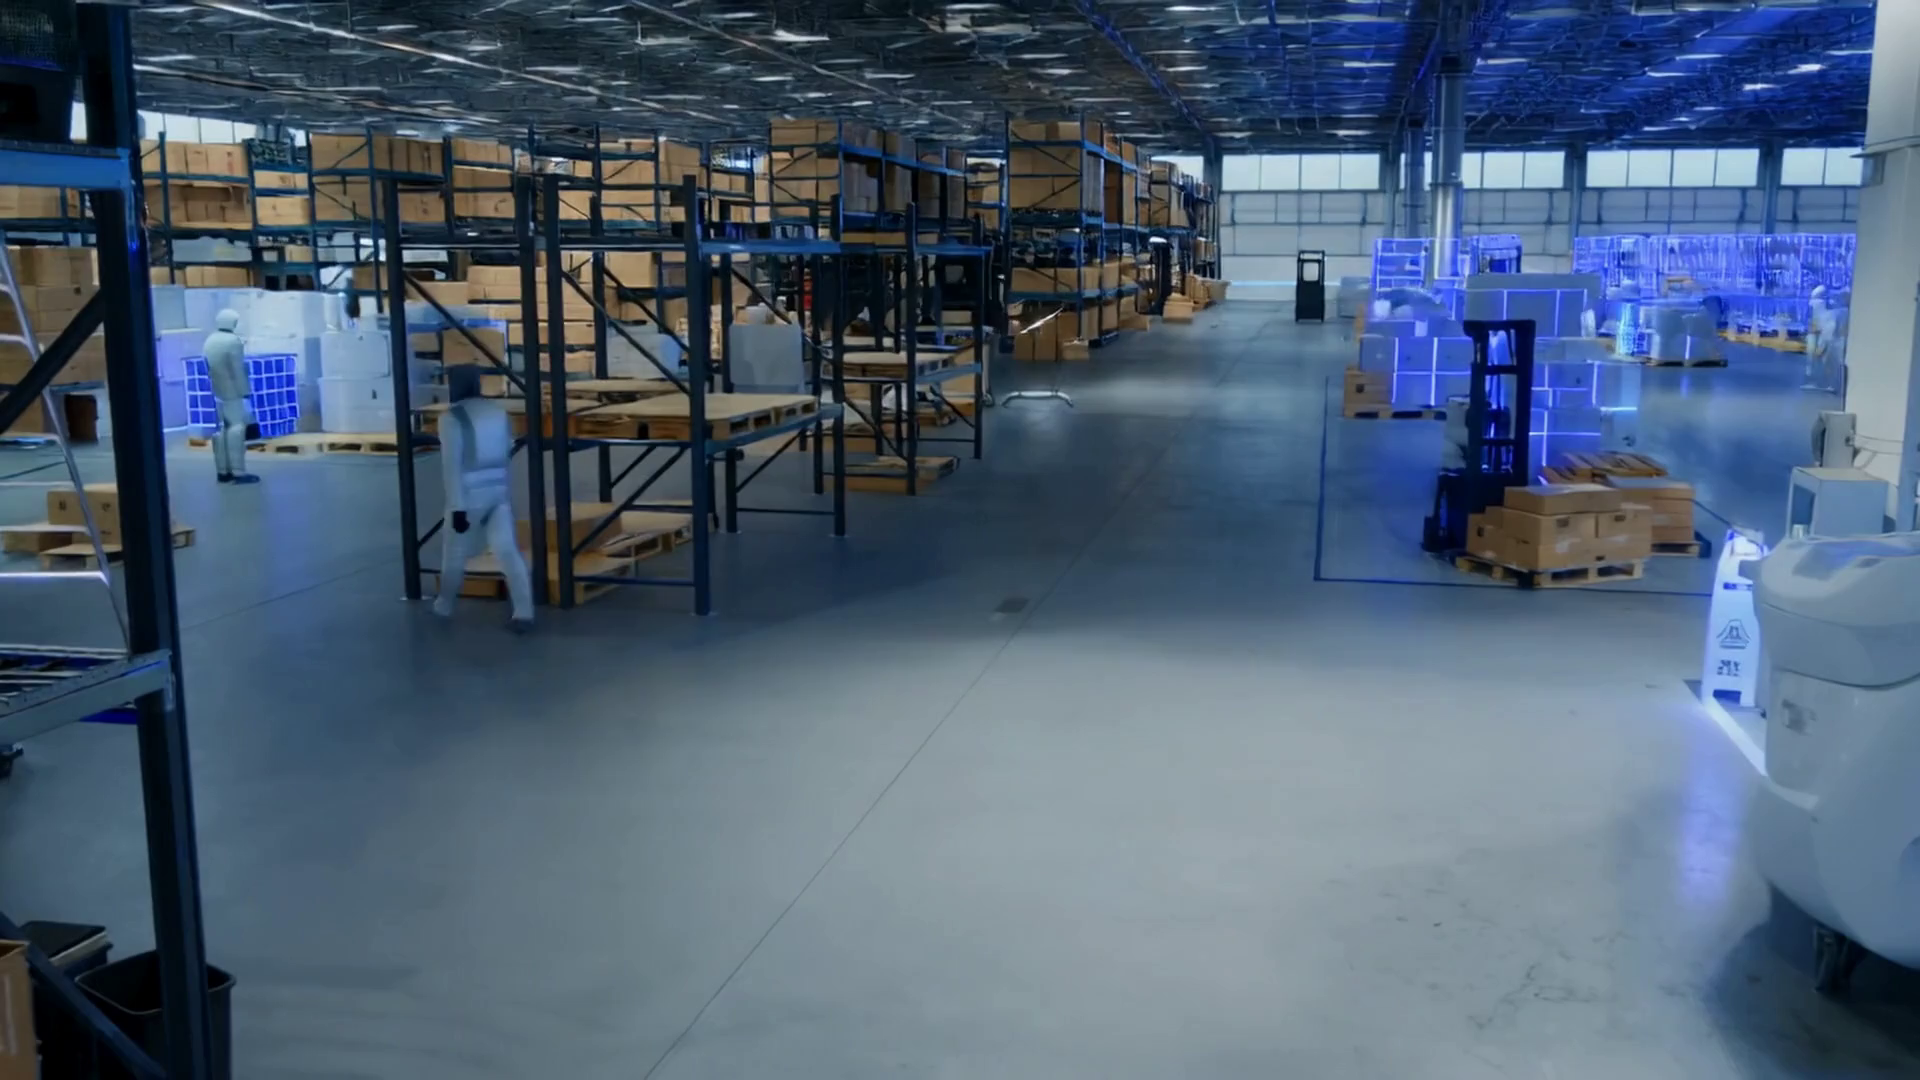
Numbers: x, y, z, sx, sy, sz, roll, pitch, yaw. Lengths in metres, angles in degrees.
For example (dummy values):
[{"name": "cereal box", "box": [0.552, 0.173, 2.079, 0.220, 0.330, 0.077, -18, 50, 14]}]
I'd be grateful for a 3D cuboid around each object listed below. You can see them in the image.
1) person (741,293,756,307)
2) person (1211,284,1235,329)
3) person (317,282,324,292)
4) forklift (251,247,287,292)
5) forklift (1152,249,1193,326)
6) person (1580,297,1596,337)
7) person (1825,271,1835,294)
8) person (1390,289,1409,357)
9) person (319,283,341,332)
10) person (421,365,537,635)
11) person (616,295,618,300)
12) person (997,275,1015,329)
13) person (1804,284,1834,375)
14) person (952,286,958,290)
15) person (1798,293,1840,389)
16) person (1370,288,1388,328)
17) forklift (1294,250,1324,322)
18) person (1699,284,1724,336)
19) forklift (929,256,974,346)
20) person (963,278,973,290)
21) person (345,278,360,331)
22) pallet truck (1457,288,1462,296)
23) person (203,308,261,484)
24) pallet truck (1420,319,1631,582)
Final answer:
[{"name": "person", "box": [-5.062, -5.016, 39.478, 0.661, 1.676, 0.548, 8, 12, 39]}, {"name": "person", "box": [9.321, -8.263, 58.938, 0.856, 1.578, 0.510, 4, 10, 23]}, {"name": "person", "box": [-15.567, -5.332, 40.619, 0.593, 1.922, 0.392, -2, 10, -12]}, {"name": "forklift", "box": [-19.921, -7.086, 48.168, 1.129, 2.768, 1.873, 2, 10, 12]}, {"name": "forklift", "box": [7.646, -9.320, 61.395, 1.873, 2.768, 1.129, 2, 10, 11]}, {"name": "person", "box": [14.388, -4.772, 38.242, 0.759, 1.592, 0.535, 1, 10, 6]}, {"name": "person", "box": [42.622, -12.247, 81.475, 0.629, 1.938, 1.017, 1, 10, 7]}, {"name": "person", "box": [8.183, -3.675, 30.757, 0.851, 1.944, 0.594, 0, 10, 1]}, {"name": "person", "box": [-14.602, -4.956, 38.376, 0.632, 1.931, 0.369, -7, 12, -36]}, {"name": "person", "box": [-3.192, -0.262, 11.011, 0.979, 1.784, 0.635, 6, 11, 32]}, {"name": "person", "box": [-8.490, -5.250, 40.993, 0.525, 1.631, 0.320, 0, 10, 3]}, {"name": "person", "box": [1.652, -8.460, 58.994, 1.067, 1.976, 0.617, 9, 13, 42]}, {"name": "person", "box": [18.375, -4.495, 35.618, 0.544, 1.937, 0.358, 3, 10, 20]}, {"name": "person", "box": [-0.183, -7.106, 51.873, 0.533, 1.664, 0.783, 3, 10, 15]}, {"name": "person", "box": [16.428, -3.781, 31.696, 0.885, 1.830, 0.527, 2, 10, 13]}, {"name": "person", "box": [10.688, -5.548, 42.386, 0.552, 1.746, 0.422, -7, 12, -36]}, {"name": "forklift", "box": [13.778, -10.002, 65.433, 1.129, 2.768, 1.873, 2, 10, 12]}, {"name": "person", "box": [20.071, -5.925, 44.451, 0.594, 1.812, 0.758, 2, 10, 13]}, {"name": "forklift", "box": [-0.146, -6.618, 45.397, 1.129, 2.768, 1.873, 2, 10, 12]}, {"name": "person", "box": [0.412, -8.668, 60.448, 0.817, 1.905, 0.566, 2, 10, 10]}, {"name": "person", "box": [-15.770, -5.806, 43.207, 0.375, 1.995, 0.610, -5, 11, -28]}, {"name": "pallet truck", "box": [20.506, -9.785, 68.819, 0.653, 1.274, 1.630, 2, 10, 12]}, {"name": "person", "box": [-8.080, -1.589, 18.396, 0.632, 1.938, 0.359, 6, 11, 33]}, {"name": "pallet truck", "box": [4.543, -0.757, 13.299, 0.823, 1.965, 1.885, -4, 10, -22]}]
